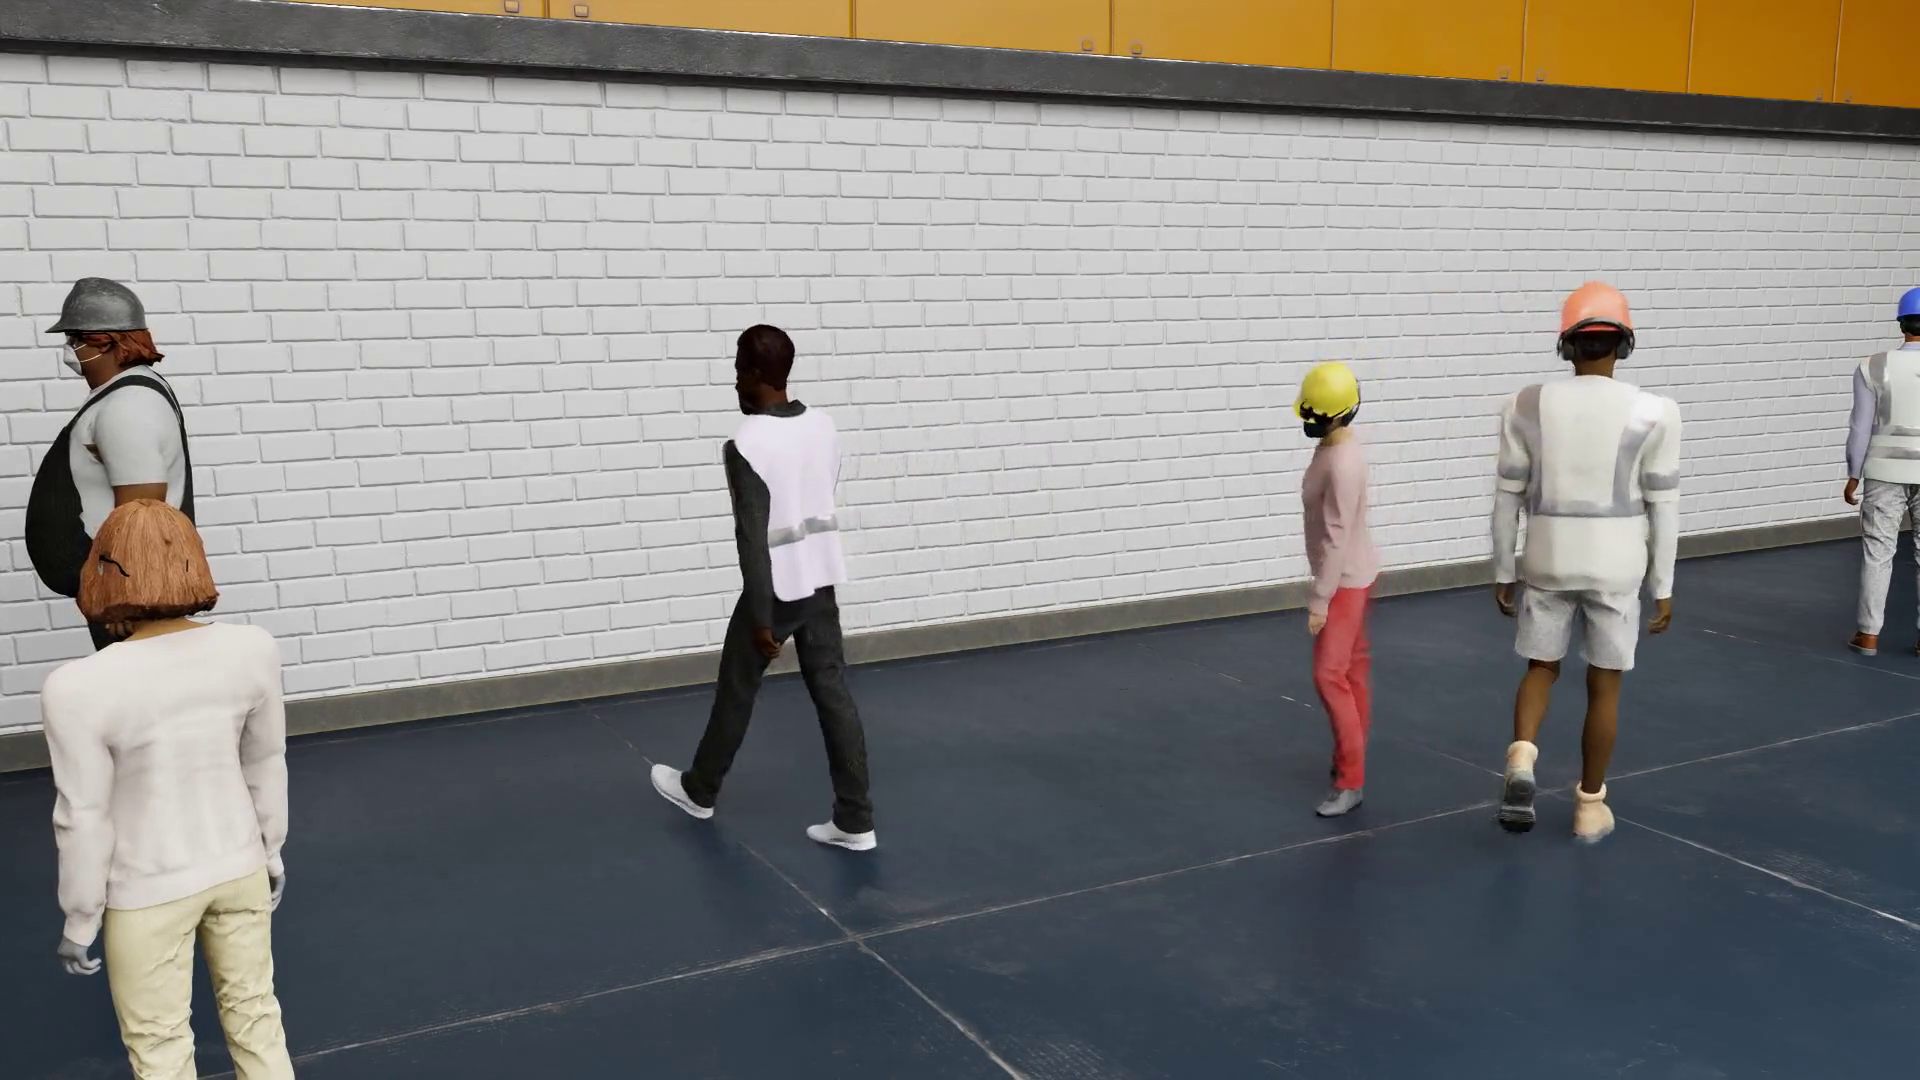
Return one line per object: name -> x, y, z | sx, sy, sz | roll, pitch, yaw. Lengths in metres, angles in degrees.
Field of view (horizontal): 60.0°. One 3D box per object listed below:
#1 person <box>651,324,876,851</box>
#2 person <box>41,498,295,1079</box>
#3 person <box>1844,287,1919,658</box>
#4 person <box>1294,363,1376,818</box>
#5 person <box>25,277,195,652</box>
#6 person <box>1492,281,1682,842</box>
person -> -0.702, 0.164, 6.005 | 1.010, 1.865, 0.589 | 7, 12, 35
person -> -1.612, 0.725, 3.439 | 0.285, 1.633, 0.498 | 6, 12, 33
person -> 4.963, -0.342, 8.706 | 0.602, 1.938, 0.401 | 4, 11, 22
person -> 1.433, 0.165, 6.419 | 0.333, 1.720, 0.674 | 2, 10, 11
person -> -2.992, 0.096, 5.889 | 0.538, 2.000, 0.685 | -4, 11, -23
person -> 2.189, 0.108, 5.877 | 0.629, 2.027, 0.602 | 6, 12, 31
